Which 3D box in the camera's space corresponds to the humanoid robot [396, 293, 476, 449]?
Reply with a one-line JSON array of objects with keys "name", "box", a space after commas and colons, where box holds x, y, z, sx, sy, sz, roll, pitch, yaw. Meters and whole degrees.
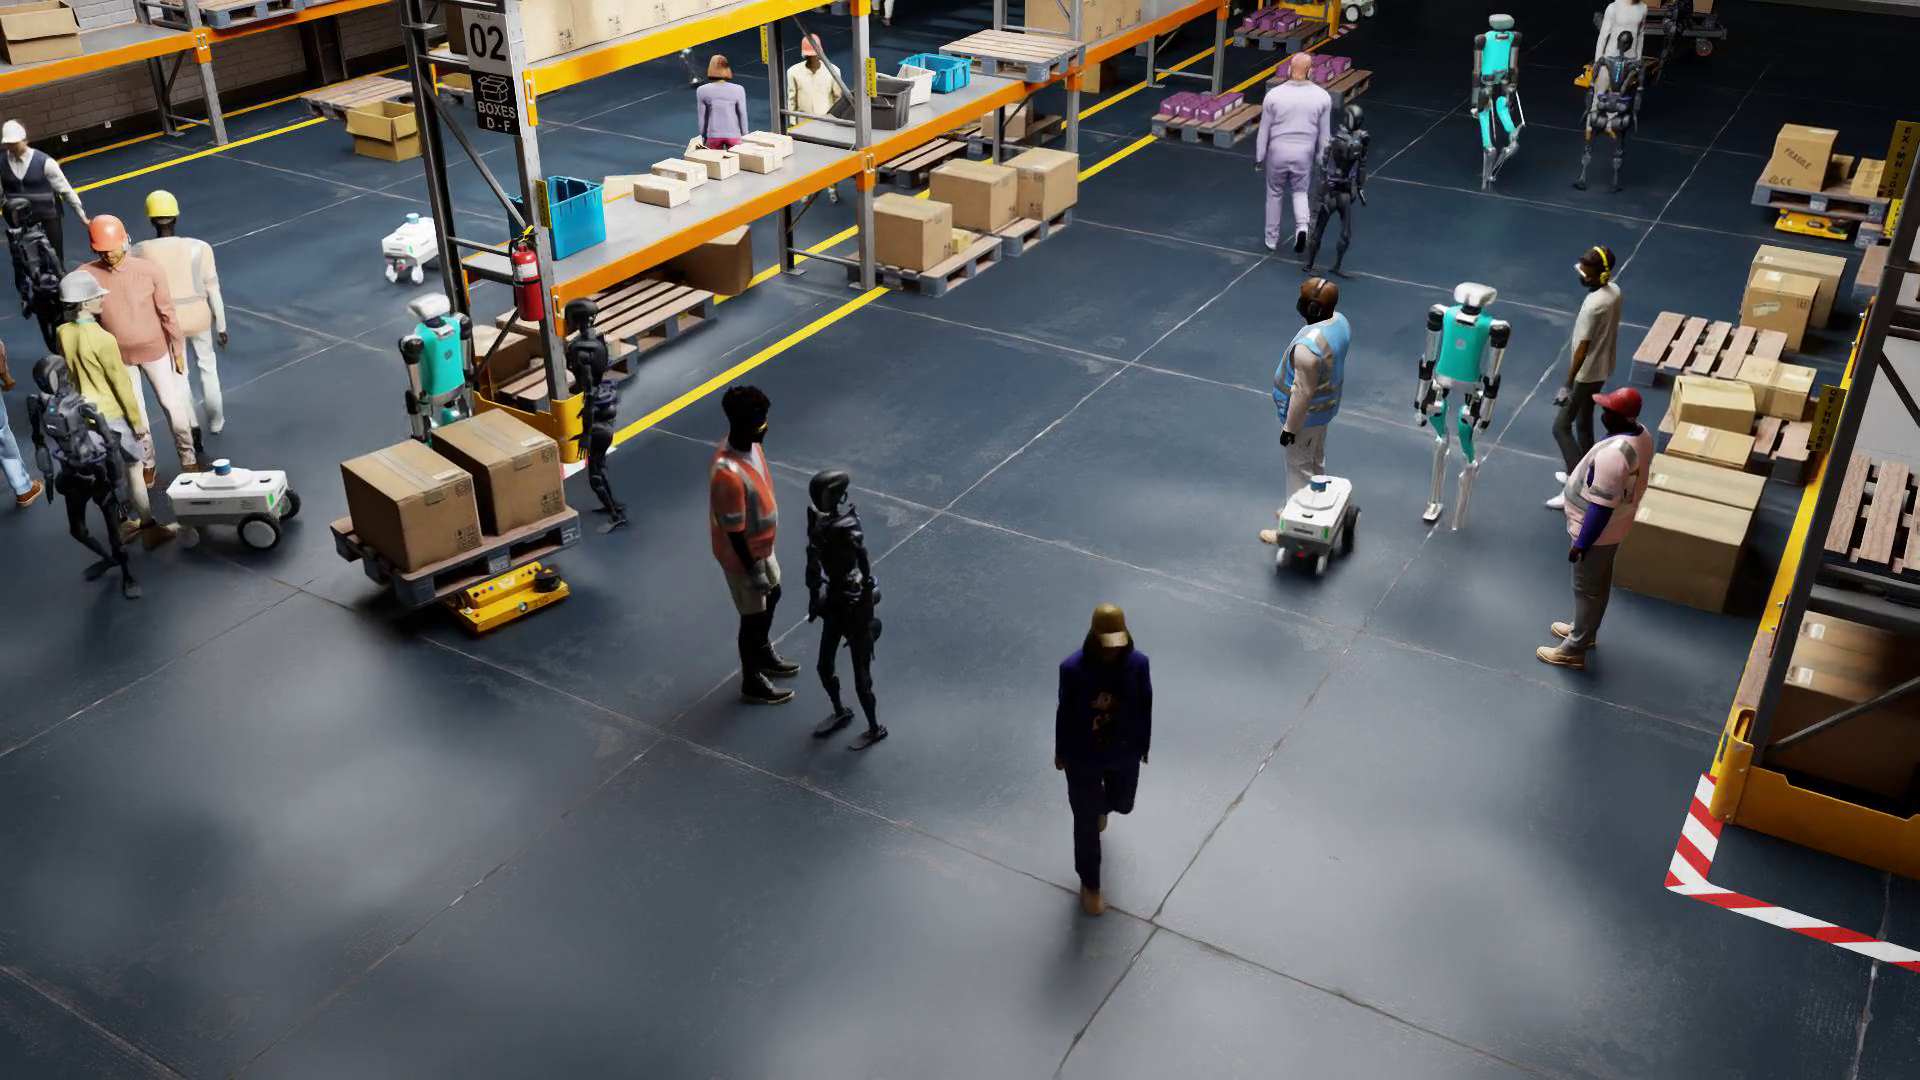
[{"name": "humanoid robot", "box": [-3.493, -0.773, 10.893, 0.754, 1.854, 0.532, 18, 34, 28]}]

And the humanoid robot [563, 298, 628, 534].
[{"name": "humanoid robot", "box": [-2.417, -0.832, 10.980, 0.342, 1.641, 0.600, -4, 30, -7]}]

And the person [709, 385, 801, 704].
[{"name": "person", "box": [-1.154, 0.038, 9.172, 0.401, 1.955, 0.627, 2, 30, 3]}]

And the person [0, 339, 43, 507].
[{"name": "person", "box": [-6.713, -1.117, 11.176, 0.608, 1.986, 0.387, -9, 31, -16]}]

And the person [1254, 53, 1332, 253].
[{"name": "person", "box": [3.137, -3.615, 15.698, 0.673, 1.883, 0.580, 1, 30, 3]}]

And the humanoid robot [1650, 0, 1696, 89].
[{"name": "humanoid robot", "box": [9.198, -6.650, 21.261, 0.315, 1.657, 0.599, 25, 38, 37]}]

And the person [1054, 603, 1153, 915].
[{"name": "person", "box": [0.662, 0.949, 7.903, 0.460, 1.607, 0.634, -4, 30, -6]}]

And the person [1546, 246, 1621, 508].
[{"name": "person", "box": [4.307, -1.130, 11.340, 0.402, 1.852, 0.714, 23, 36, 34]}]

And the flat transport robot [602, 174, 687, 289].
[{"name": "flat transport robot", "box": [-3.178, -2.486, 15.339, 1.431, 0.231, 0.659, 25, 38, 37]}]

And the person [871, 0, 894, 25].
[{"name": "person", "box": [-1.142, -8.667, 24.635, 0.652, 1.879, 1.036, -5, 30, -9]}]

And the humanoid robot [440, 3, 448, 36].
[{"name": "humanoid robot", "box": [-5.652, -5.686, 19.608, 0.541, 1.885, 0.755, 14, 32, 23]}]

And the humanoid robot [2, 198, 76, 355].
[{"name": "humanoid robot", "box": [-6.965, -1.866, 12.817, 0.607, 1.647, 0.462, 15, 33, 24]}]

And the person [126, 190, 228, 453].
[{"name": "person", "box": [-5.616, -1.556, 12.044, 0.610, 1.897, 0.772, -14, 32, -23]}]

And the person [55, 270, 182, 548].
[{"name": "person", "box": [-5.505, -0.824, 10.755, 0.489, 1.888, 0.379, 10, 31, 17]}]

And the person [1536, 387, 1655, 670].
[{"name": "person", "box": [3.662, -0.080, 9.573, 0.419, 1.756, 0.604, 19, 34, 29]}]

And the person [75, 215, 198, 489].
[{"name": "person", "box": [-5.683, -1.293, 11.489, 0.611, 1.987, 0.402, -6, 30, -11]}]

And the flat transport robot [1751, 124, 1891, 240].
[{"name": "flat transport robot", "box": [8.756, -3.374, 16.910, 0.659, 0.231, 1.431, 17, 34, 27]}]

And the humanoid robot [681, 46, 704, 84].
[{"name": "humanoid robot", "box": [-3.451, -6.592, 21.167, 0.536, 1.834, 0.748, 18, 34, 29]}]

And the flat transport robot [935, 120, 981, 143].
[{"name": "flat transport robot", "box": [0.043, -4.836, 19.496, 0.659, 0.231, 1.431, 26, 39, 38]}]

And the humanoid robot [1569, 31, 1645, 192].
[{"name": "humanoid robot", "box": [6.838, -4.493, 17.456, 0.587, 1.640, 0.385, 12, 32, 20]}]

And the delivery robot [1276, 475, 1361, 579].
[{"name": "delivery robot", "box": [2.332, -0.140, 10.917, 0.499, 0.614, 0.811, 12, 32, 20]}]

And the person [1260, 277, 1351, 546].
[{"name": "person", "box": [2.239, -0.830, 10.811, 0.429, 1.846, 0.626, 16, 33, 26]}]

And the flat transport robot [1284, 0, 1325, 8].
[{"name": "flat transport robot", "box": [5.199, -8.518, 26.010, 1.431, 0.231, 0.659, 21, 36, 32]}]

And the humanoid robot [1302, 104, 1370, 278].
[{"name": "humanoid robot", "box": [3.437, -3.187, 15.171, 0.601, 1.641, 0.459, -18, 34, -28]}]

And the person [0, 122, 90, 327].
[{"name": "person", "box": [-7.961, -2.792, 14.398, 0.772, 1.732, 0.815, -4, 30, -7]}]

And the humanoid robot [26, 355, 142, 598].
[{"name": "humanoid robot", "box": [-5.365, -0.418, 10.256, 0.598, 1.647, 0.454, 5, 30, 9]}]

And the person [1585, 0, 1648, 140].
[{"name": "person", "box": [7.578, -5.553, 19.115, 0.581, 1.893, 0.375, -5, 30, -8]}]

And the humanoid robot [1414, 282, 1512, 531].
[{"name": "humanoid robot", "box": [3.348, -0.909, 11.063, 0.556, 1.795, 0.673, 18, 34, 29]}]

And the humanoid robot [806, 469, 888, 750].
[{"name": "humanoid robot", "box": [-0.610, 0.361, 8.871, 0.326, 1.647, 0.589, -23, 37, -34]}]

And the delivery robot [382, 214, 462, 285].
[{"name": "delivery robot", "box": [-5.046, -2.745, 15.521, 0.499, 0.608, 0.797, 8, 30, 13]}]

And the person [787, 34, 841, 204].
[{"name": "person", "box": [-1.486, -4.312, 17.071, 0.567, 1.743, 0.353, -2, 30, -4]}]

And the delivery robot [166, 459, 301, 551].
[{"name": "delivery robot", "box": [-4.844, -0.247, 11.102, 0.805, 0.609, 0.499, -2, 30, -3]}]

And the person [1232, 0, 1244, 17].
[{"name": "person", "box": [4.253, -8.805, 24.967, 0.568, 1.807, 0.859, -2, 30, -3]}]

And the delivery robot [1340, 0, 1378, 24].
[{"name": "delivery robot", "box": [5.854, -8.065, 24.919, 0.517, 0.595, 0.767, -25, 38, -37]}]

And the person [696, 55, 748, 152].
[{"name": "person", "box": [-2.368, -4.038, 16.704, 0.498, 1.629, 0.288, 2, 30, 3]}]

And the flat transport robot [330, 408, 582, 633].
[{"name": "flat transport robot", "box": [-3.195, 0.143, 10.689, 0.659, 0.231, 1.431, -26, 38, -38]}]

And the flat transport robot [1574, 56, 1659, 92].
[{"name": "flat transport robot", "box": [8.641, -6.145, 21.811, 0.659, 0.231, 1.431, 21, 36, 32]}]

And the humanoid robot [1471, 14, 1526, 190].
[{"name": "humanoid robot", "box": [5.718, -4.522, 17.566, 0.544, 1.896, 0.762, -8, 30, -13]}]
